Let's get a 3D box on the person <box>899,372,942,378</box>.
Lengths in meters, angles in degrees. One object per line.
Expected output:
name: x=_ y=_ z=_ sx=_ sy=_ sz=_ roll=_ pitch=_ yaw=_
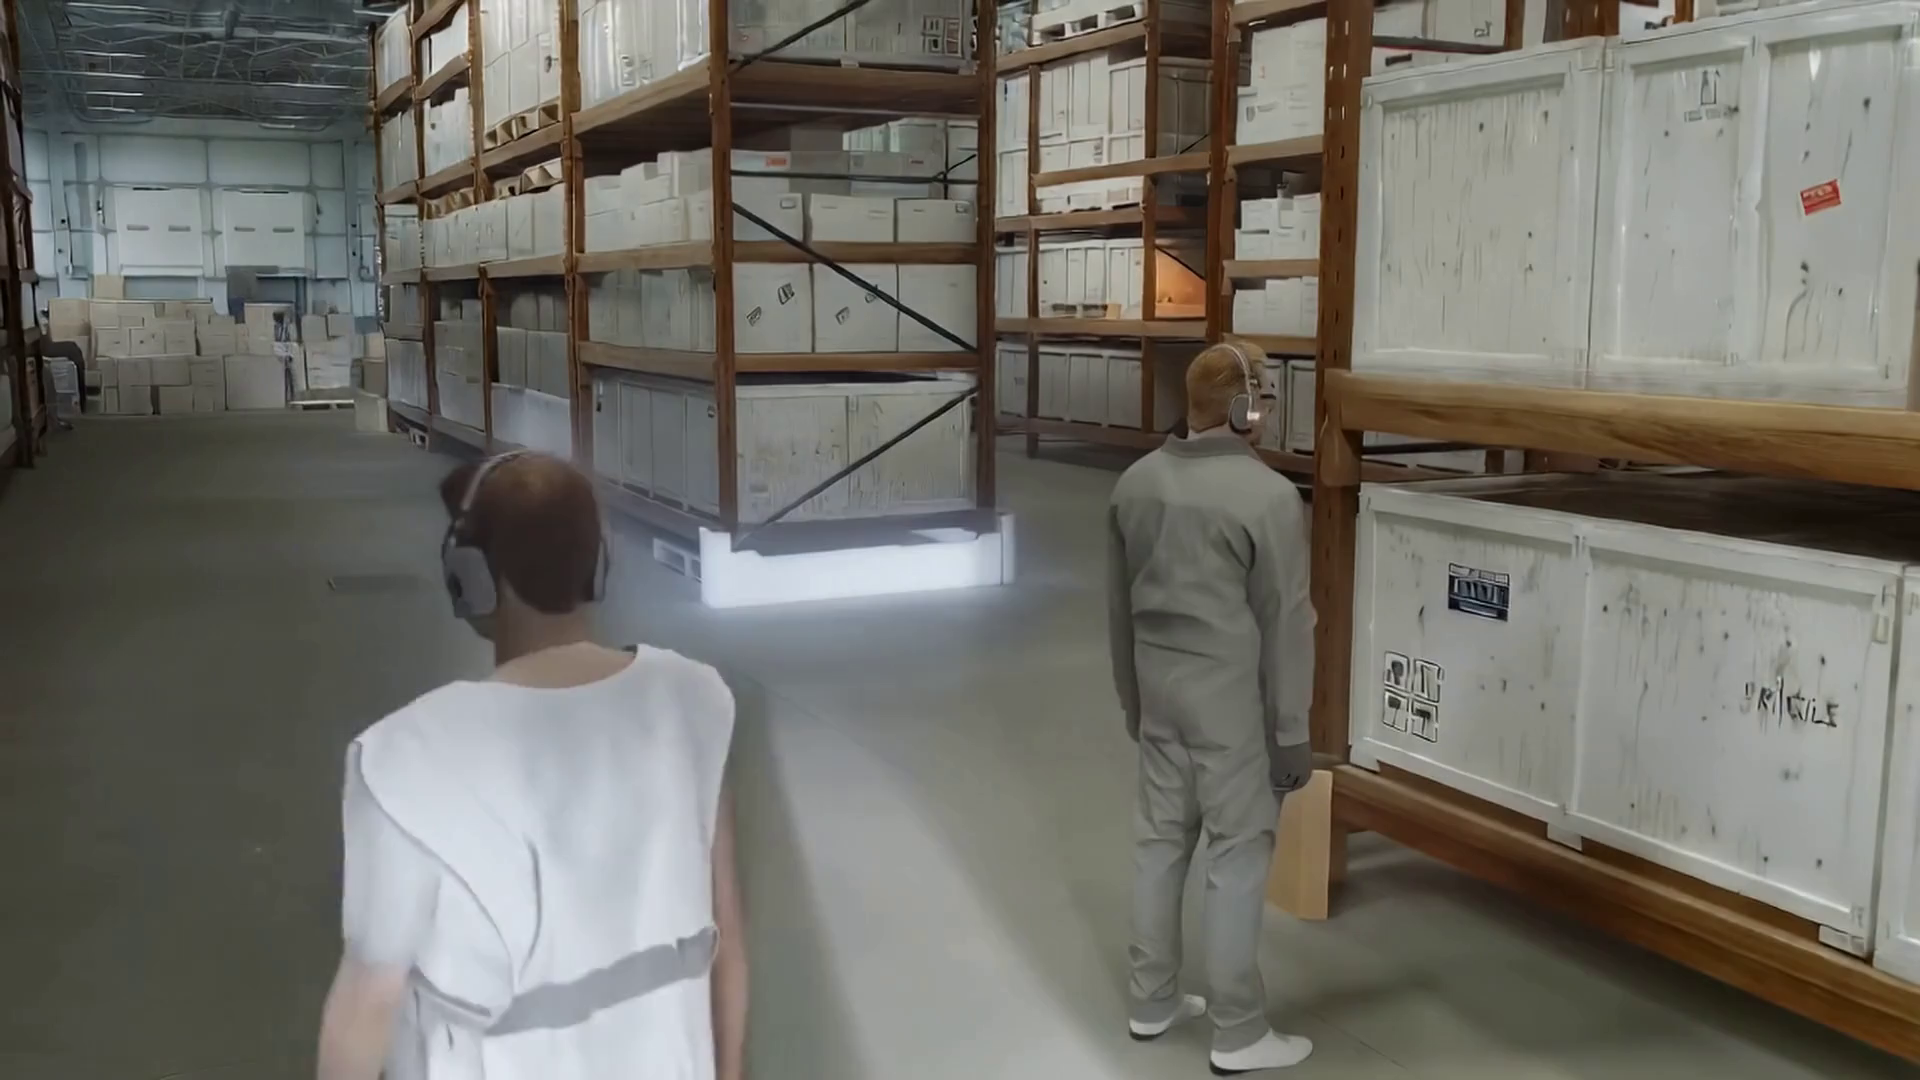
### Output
person: x=-0.375 y=-1.077 z=15.595 sx=0.530 sy=1.690 sz=0.319 roll=5 pitch=10 yaw=32

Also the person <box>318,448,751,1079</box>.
person: x=-0.635 y=0.781 z=2.341 sx=0.831 sy=1.809 sz=0.592 roll=7 pitch=11 yaw=40

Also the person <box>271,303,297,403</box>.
person: x=-13.174 y=-3.630 z=32.366 sx=0.551 sy=1.932 sz=0.378 roll=6 pitch=10 yaw=35

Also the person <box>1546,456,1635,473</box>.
person: x=4.213 y=-0.605 z=11.118 sx=0.608 sy=2.048 sz=0.370 roll=6 pitch=10 yaw=34

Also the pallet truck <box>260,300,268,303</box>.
pallet truck: x=-23.913 y=-7.404 z=58.171 sx=1.885 sy=1.965 sz=0.823 roll=-1 pitch=8 yaw=-9

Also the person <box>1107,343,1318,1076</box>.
person: x=0.688 y=0.437 z=4.417 sx=0.401 sy=1.906 sz=0.649 roll=-7 pitch=11 yaw=-38

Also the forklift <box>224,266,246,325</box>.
forklift: x=-17.757 y=-5.360 z=41.049 sx=1.873 sy=2.768 sz=1.129 roll=-2 pitch=8 yaw=-11
